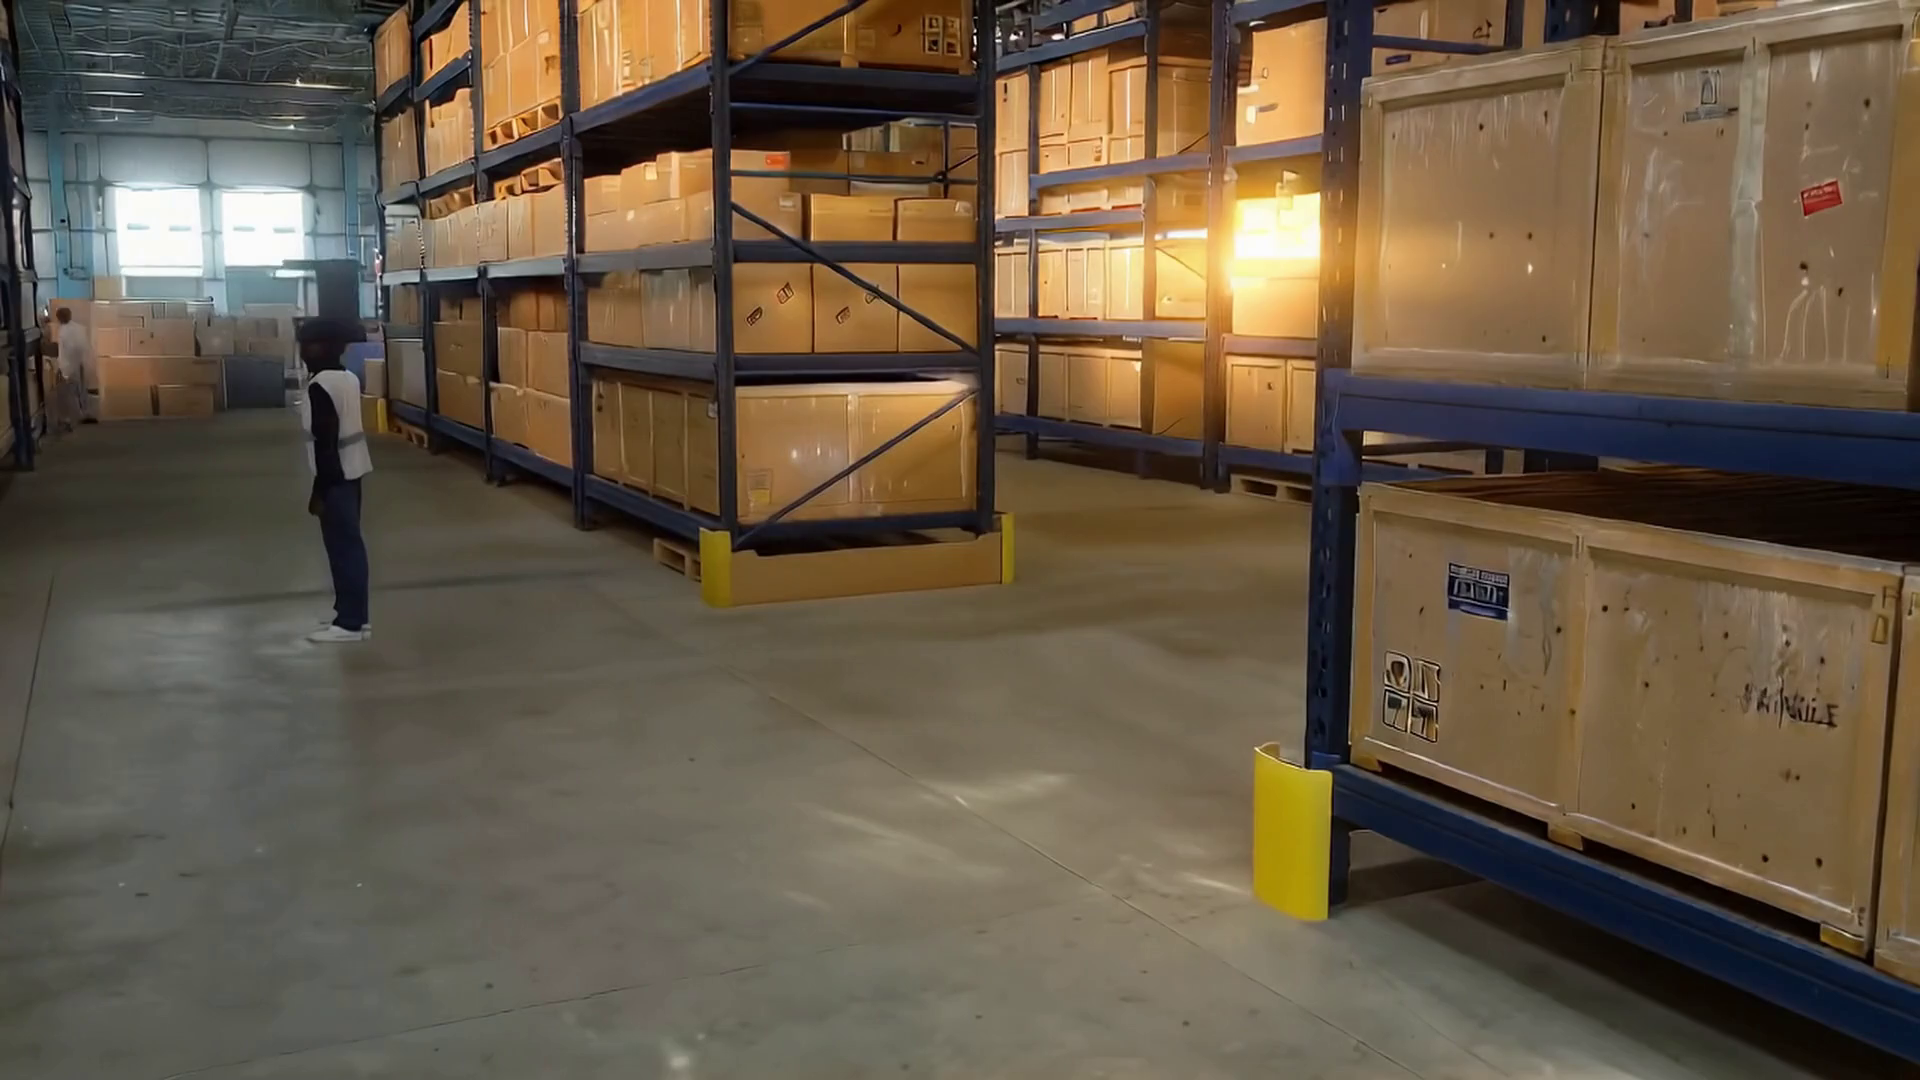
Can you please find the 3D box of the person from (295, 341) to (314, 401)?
[{"bbox_3d":[-10.366,-2.642,26.622,0.546,1.606,0.745,-2,8,-13],"label":"person"}]

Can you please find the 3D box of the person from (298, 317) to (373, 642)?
[{"bbox_3d":[-3.691,-0.353,9.838,0.392,1.915,0.587,-1,8,-6],"label":"person"}]

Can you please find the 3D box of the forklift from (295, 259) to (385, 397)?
[{"bbox_3d":[-12.561,-4.357,34.130,1.873,2.768,1.129,0,8,-1],"label":"forklift"}]

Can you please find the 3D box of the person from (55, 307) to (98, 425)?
[{"bbox_3d":[-14.288,-2.757,26.488,0.985,1.888,0.655,-2,9,-15],"label":"person"}]

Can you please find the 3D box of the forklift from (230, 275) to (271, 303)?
[{"bbox_3d":[-17.379,-5.329,40.839,1.129,2.768,1.873,-4,9,-26],"label":"forklift"}]

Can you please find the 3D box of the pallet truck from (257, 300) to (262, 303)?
[{"bbox_3d":[-23.913,-7.404,58.171,1.885,1.965,0.823,-1,8,-9],"label":"pallet truck"}]
